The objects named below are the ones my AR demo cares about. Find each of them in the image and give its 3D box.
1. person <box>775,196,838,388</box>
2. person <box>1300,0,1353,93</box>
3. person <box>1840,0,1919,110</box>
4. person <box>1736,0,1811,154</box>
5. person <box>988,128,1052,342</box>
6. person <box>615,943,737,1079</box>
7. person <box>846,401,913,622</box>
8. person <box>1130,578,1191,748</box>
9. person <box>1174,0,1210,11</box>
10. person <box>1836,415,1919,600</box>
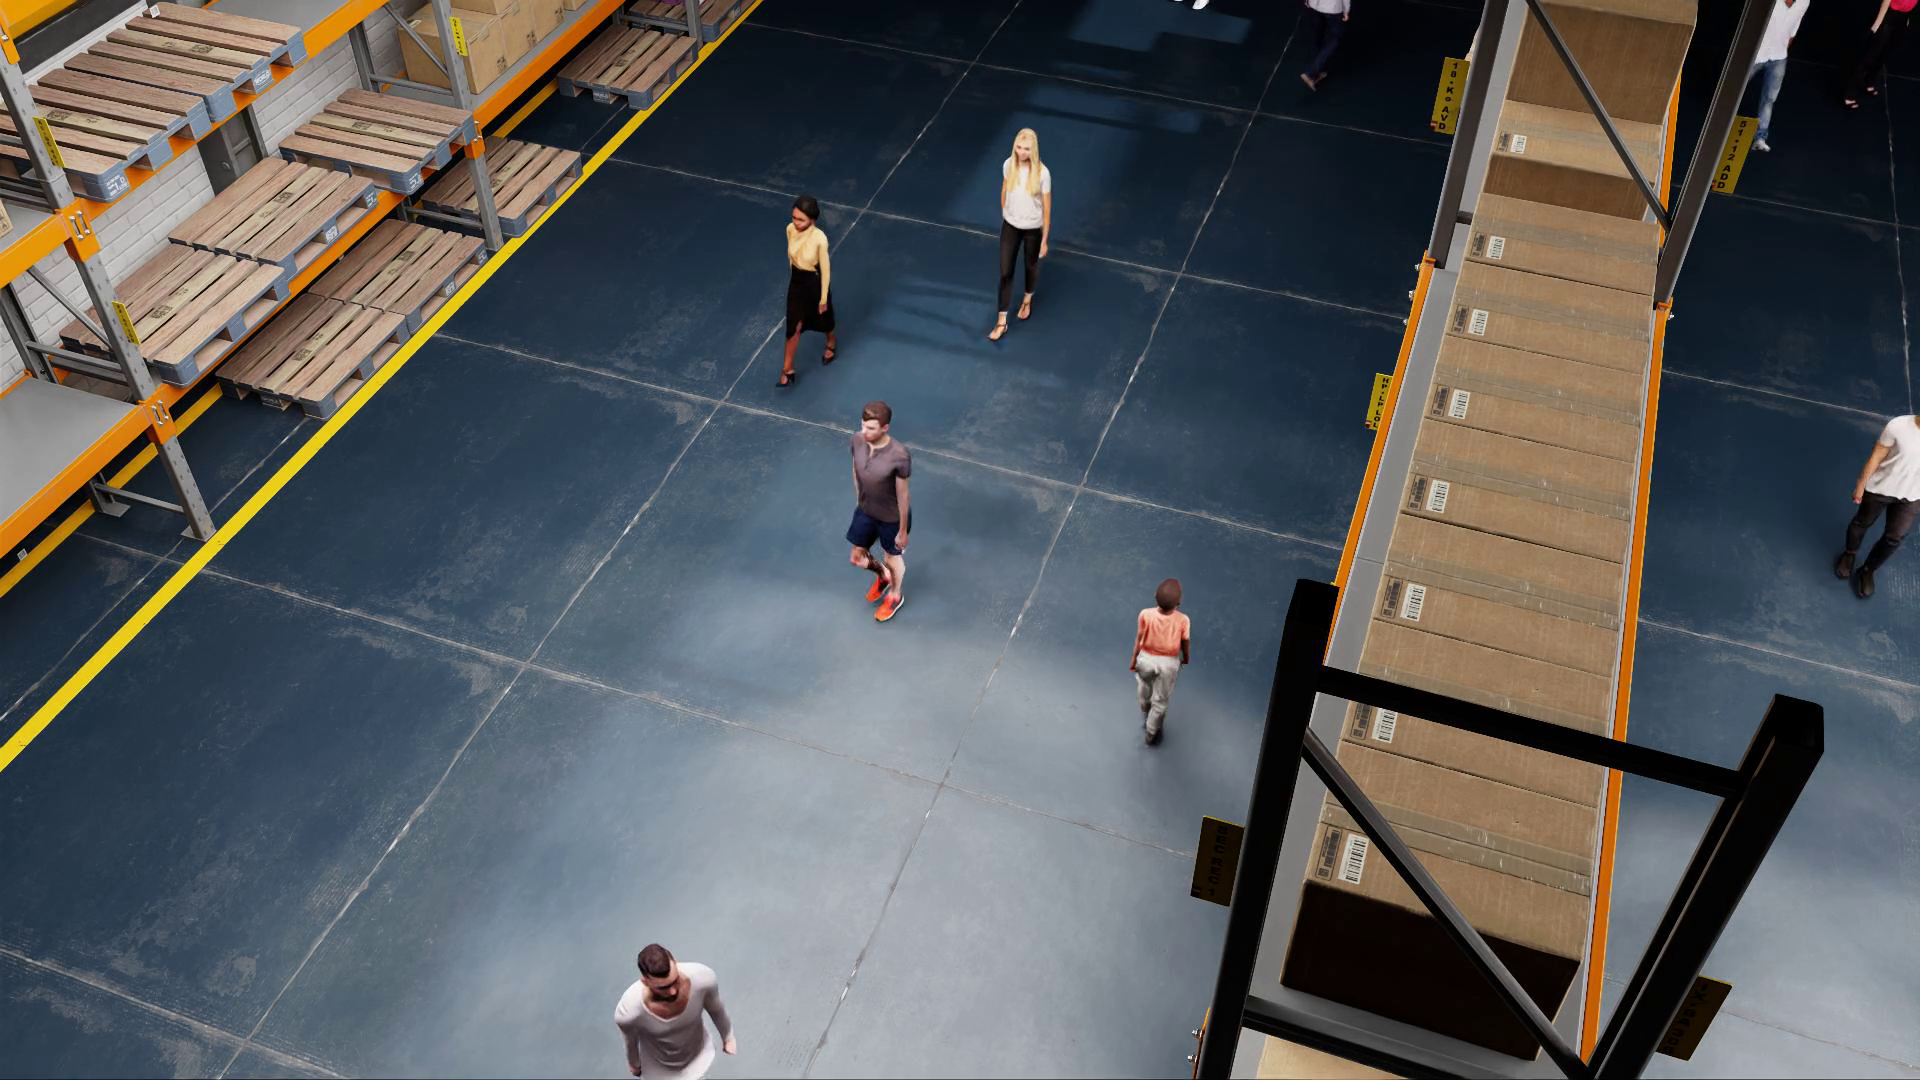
[{"bbox_3d":[-1.123,-2.008,13.082,0.727,1.624,1.018,23,48,22],"label":"person"},{"bbox_3d":[3.573,-5.265,16.344,0.892,1.839,1.000,34,53,31],"label":"person"},{"bbox_3d":[9.097,-5.058,16.261,0.788,1.654,0.854,-19,47,-19],"label":"person"},{"bbox_3d":[7.591,-4.644,15.741,0.815,1.772,1.175,5,44,5],"label":"person"},{"bbox_3d":[0.554,-2.571,13.543,0.639,1.802,0.913,12,45,12],"label":"person"},{"bbox_3d":[-1.432,2.467,8.252,1.192,1.807,1.199,-24,48,-23],"label":"person"},{"bbox_3d":[-0.451,-0.225,11.052,0.711,1.841,0.721,24,49,23],"label":"person"},{"bbox_3d":[1.227,0.794,10.380,0.530,1.293,0.721,11,45,11],"label":"person"},{"bbox_3d":[2.593,-6.570,17.794,0.698,1.729,0.694,-33,52,-30],"label":"person"},{"bbox_3d":[6.394,-0.421,11.355,0.648,1.708,0.676,17,46,17],"label":"person"}]
